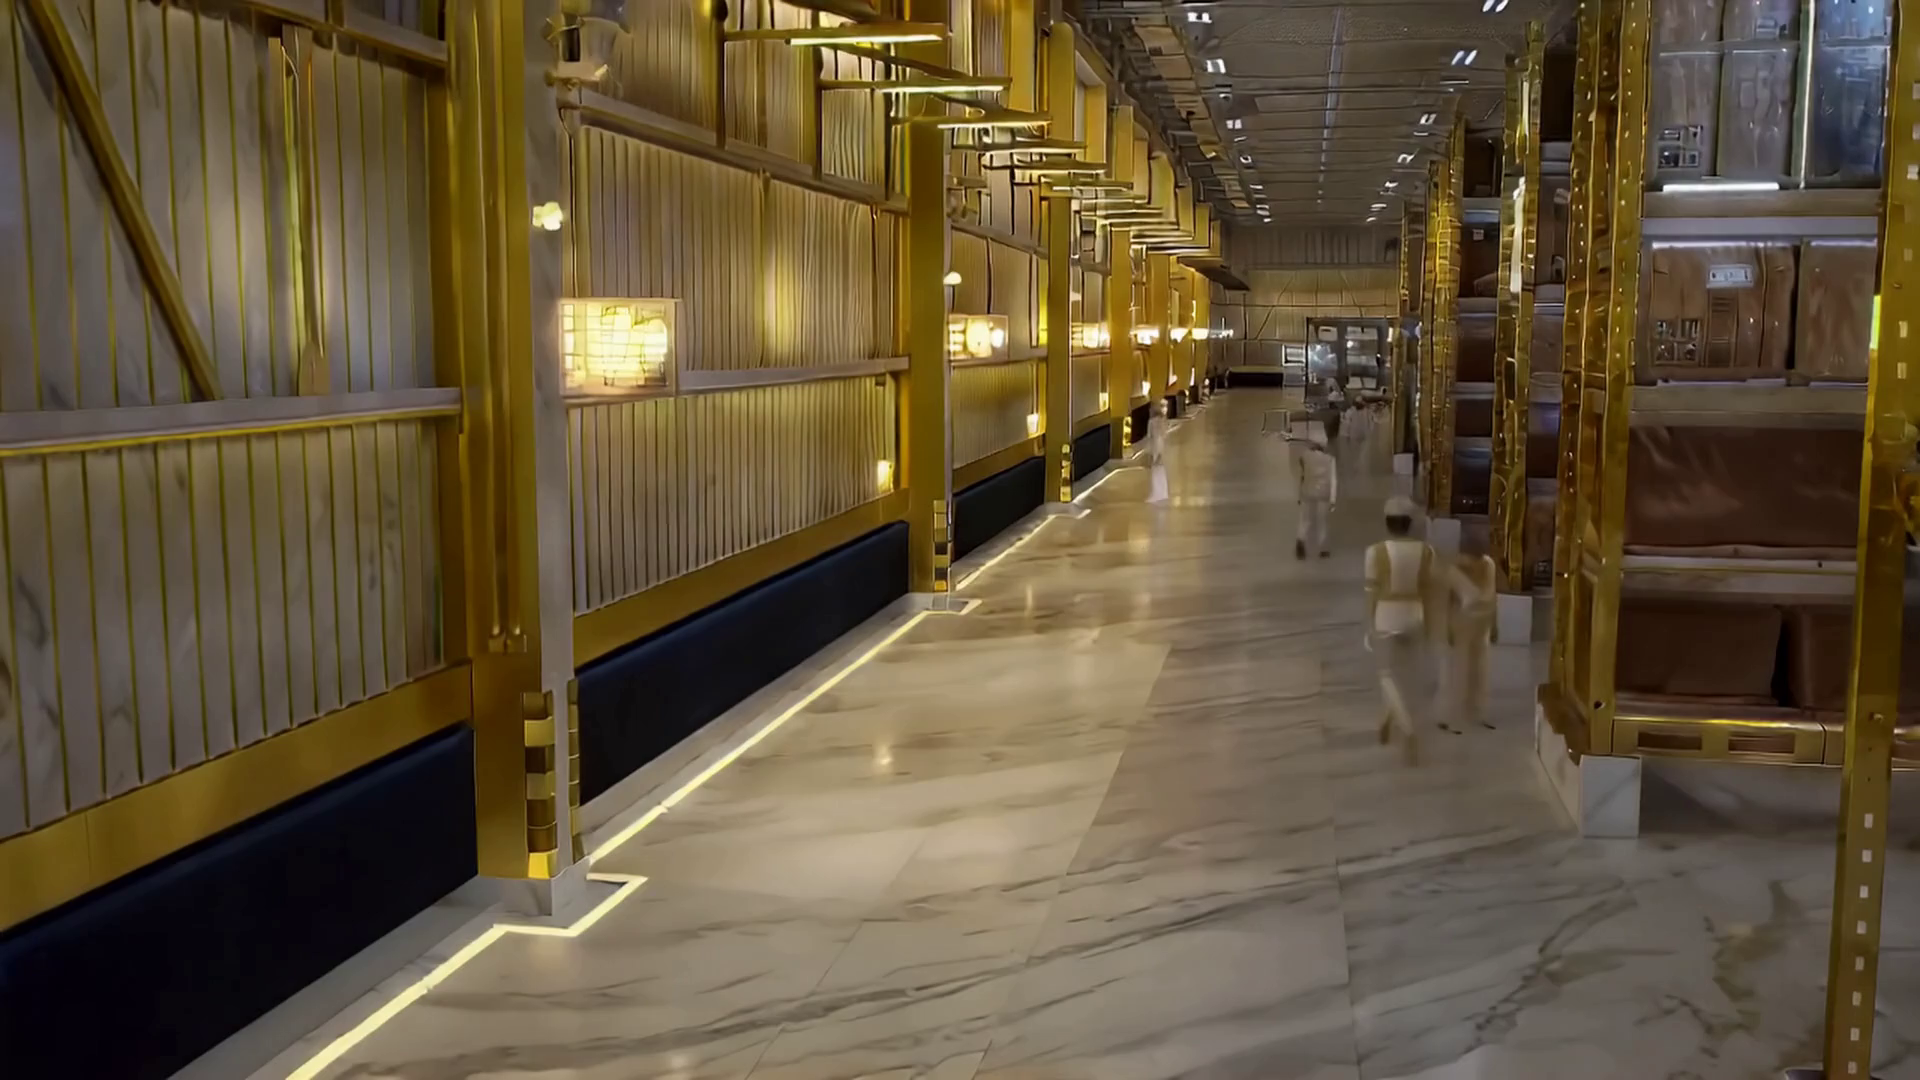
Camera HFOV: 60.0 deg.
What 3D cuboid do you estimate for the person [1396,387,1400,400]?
[{"bbox_3d":[12.445,-3.599,46.765,0.346,1.735,0.485,-6,9,-38],"label":"person"}]

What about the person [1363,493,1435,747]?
[{"bbox_3d":[3.264,0.620,12.298,0.549,1.911,0.668,-1,7,-11],"label":"person"}]

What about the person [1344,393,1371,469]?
[{"bbox_3d":[8.973,-2.448,37.570,0.594,1.714,0.846,2,7,14],"label":"person"}]

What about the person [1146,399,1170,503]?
[{"bbox_3d":[3.570,-1.625,30.404,0.374,1.891,0.723,6,9,38],"label":"person"}]

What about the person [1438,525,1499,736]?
[{"bbox_3d":[3.935,0.695,12.816,0.525,1.628,0.323,-4,8,-32],"label":"person"}]

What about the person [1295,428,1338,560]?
[{"bbox_3d":[4.815,-0.610,22.529,0.599,1.811,0.748,5,8,32],"label":"person"}]
